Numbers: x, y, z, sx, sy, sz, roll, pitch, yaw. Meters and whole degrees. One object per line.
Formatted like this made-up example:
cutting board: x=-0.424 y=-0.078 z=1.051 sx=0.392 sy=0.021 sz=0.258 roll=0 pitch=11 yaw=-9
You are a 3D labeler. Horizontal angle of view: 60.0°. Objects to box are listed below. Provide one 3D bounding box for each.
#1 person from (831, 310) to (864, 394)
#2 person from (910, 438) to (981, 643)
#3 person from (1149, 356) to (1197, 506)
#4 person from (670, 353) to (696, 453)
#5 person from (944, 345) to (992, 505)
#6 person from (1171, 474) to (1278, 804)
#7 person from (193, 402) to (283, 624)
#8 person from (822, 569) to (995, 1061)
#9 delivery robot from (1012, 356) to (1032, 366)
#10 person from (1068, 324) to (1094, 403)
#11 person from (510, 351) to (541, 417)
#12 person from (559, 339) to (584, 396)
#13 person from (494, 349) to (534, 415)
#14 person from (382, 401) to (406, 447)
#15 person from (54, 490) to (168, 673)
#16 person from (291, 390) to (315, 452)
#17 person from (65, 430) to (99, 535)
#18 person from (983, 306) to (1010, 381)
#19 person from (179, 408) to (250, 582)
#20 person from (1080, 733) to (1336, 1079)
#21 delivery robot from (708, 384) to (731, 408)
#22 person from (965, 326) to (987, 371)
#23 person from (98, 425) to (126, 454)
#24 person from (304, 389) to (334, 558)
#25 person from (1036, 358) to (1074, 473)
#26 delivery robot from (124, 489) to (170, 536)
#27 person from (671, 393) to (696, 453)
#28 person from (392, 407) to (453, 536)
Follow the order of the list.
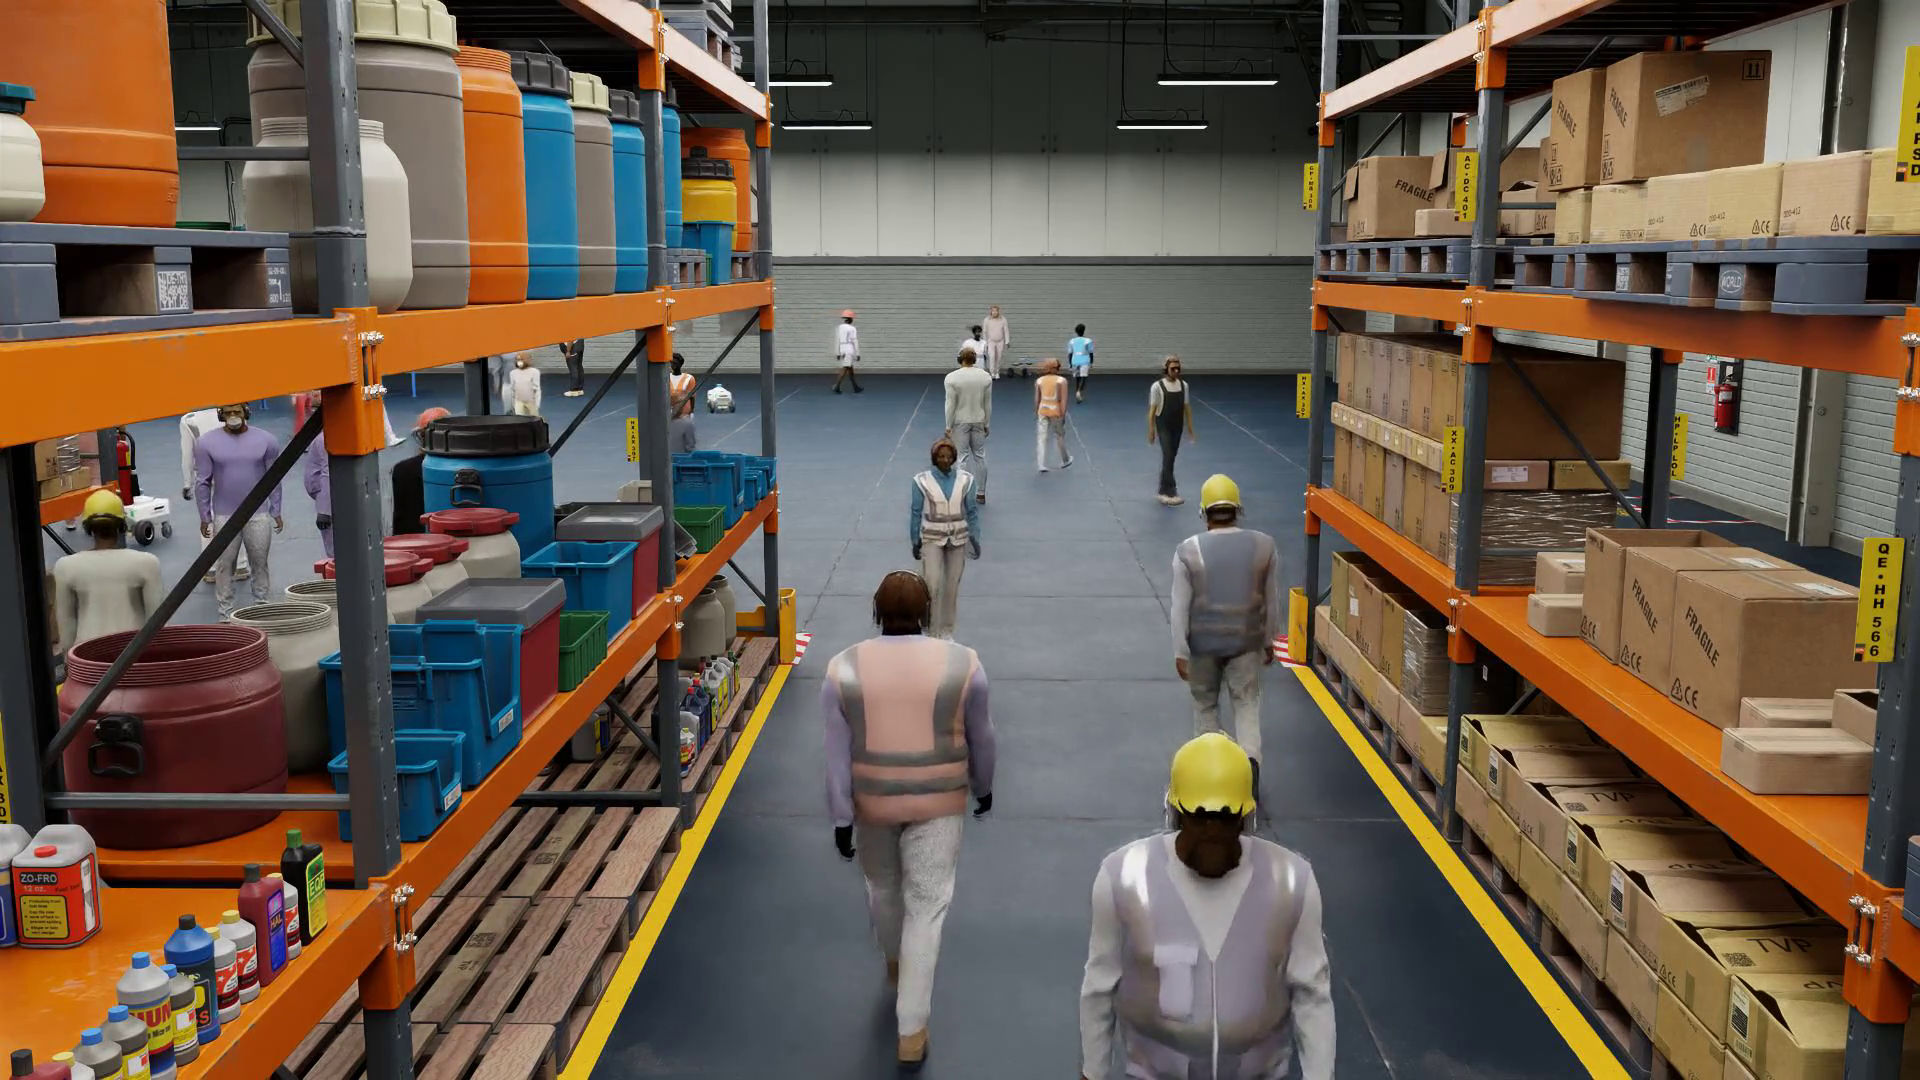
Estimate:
person: x=-2.566 y=-4.254 z=37.585 sx=0.560 sy=1.897 sz=0.984 roll=9 pitch=13 yaw=44
person: x=-0.091 y=0.047 z=12.638 sx=0.518 sy=1.619 sz=0.624 roll=-3 pitch=10 yaw=-16
person: x=2.625 y=-1.313 z=20.213 sx=0.513 sy=1.813 sz=0.869 roll=-5 pitch=11 yaw=-27
person: x=-3.966 y=-1.779 z=23.329 sx=0.535 sy=1.697 sz=0.318 roll=0 pitch=9 yaw=2
person: x=0.093 y=-1.410 z=20.397 sx=0.629 sy=1.940 sz=0.378 roll=-4 pitch=10 yaw=-24
person: x=1.446 y=0.548 z=9.057 sx=0.605 sy=1.813 sz=0.720 roll=0 pitch=9 yaw=-1
person: x=-5.685 y=-0.200 z=13.149 sx=0.635 sy=1.937 sz=0.353 roll=-5 pitch=11 yaw=-28
person: x=-0.183 y=0.991 z=6.441 sx=0.631 sy=1.788 sz=0.998 roll=1 pitch=10 yaw=7
delivery robot: x=1.593 y=-4.621 z=42.838 sx=0.335 sy=0.223 sz=0.698 roll=6 pitch=12 yaw=34
person: x=2.525 y=-3.724 z=35.056 sx=0.530 sy=1.667 sz=0.772 roll=4 pitch=10 yaw=25
person: x=-6.652 y=-2.109 z=25.582 sx=0.507 sy=1.607 sz=0.726 roll=1 pitch=10 yaw=5
person: x=-8.642 y=-4.212 z=37.000 sx=0.537 sy=2.000 sz=0.678 roll=2 pitch=10 yaw=11
person: x=-7.263 y=-2.530 z=27.138 sx=0.648 sy=1.926 sz=0.558 roll=-3 pitch=10 yaw=-17
person: x=-9.384 y=-2.377 z=26.560 sx=0.986 sy=1.818 sz=0.518 roll=4 pitch=10 yaw=24
person: x=-4.512 y=0.606 z=8.881 sx=0.535 sy=1.750 sz=0.546 roll=-4 pitch=10 yaw=-22
person: x=-10.243 y=-2.245 z=25.978 sx=0.378 sy=1.734 sz=0.629 roll=2 pitch=10 yaw=13
person: x=-9.659 y=-0.995 z=18.205 sx=0.703 sy=1.852 sz=0.961 roll=-7 pitch=12 yaw=-38
person: x=0.906 y=-4.984 z=42.058 sx=0.649 sy=1.864 sz=0.984 roll=-1 pitch=10 yaw=-6
person: x=-6.907 y=-0.556 z=15.460 sx=0.622 sy=1.878 sz=0.338 roll=-5 pitch=11 yaw=-26
person: x=0.632 y=1.365 z=4.224 sx=0.637 sy=1.782 sz=0.925 roll=0 pitch=9 yaw=1
delivery robot: x=-4.775 y=-2.853 z=33.024 sx=0.477 sy=0.478 sz=0.707 roll=-4 pitch=10 yaw=-20
person: x=0.334 y=-3.606 z=34.410 sx=0.548 sy=1.647 sz=0.896 roll=-4 pitch=10 yaw=-21
person: x=-12.976 y=-2.277 z=25.297 sx=0.606 sy=2.039 sz=0.381 roll=-7 pitch=12 yaw=-35
person: x=-5.232 y=-0.301 z=13.840 sx=0.411 sy=1.911 sz=0.643 roll=-1 pitch=10 yaw=-9
person: x=1.318 y=-1.765 z=23.528 sx=0.537 sy=1.583 sz=0.898 roll=5 pitch=11 yaw=28
delivery robot: x=-8.757 y=-0.297 z=17.715 sx=0.477 sy=0.478 sz=0.707 roll=1 pitch=10 yaw=6
person: x=-3.026 y=-0.713 z=17.225 sx=0.508 sy=1.607 sz=0.744 roll=3 pitch=10 yaw=16
person: x=-3.618 y=0.087 z=11.358 sx=0.631 sy=1.973 sz=0.772 roll=2 pitch=10 yaw=13
